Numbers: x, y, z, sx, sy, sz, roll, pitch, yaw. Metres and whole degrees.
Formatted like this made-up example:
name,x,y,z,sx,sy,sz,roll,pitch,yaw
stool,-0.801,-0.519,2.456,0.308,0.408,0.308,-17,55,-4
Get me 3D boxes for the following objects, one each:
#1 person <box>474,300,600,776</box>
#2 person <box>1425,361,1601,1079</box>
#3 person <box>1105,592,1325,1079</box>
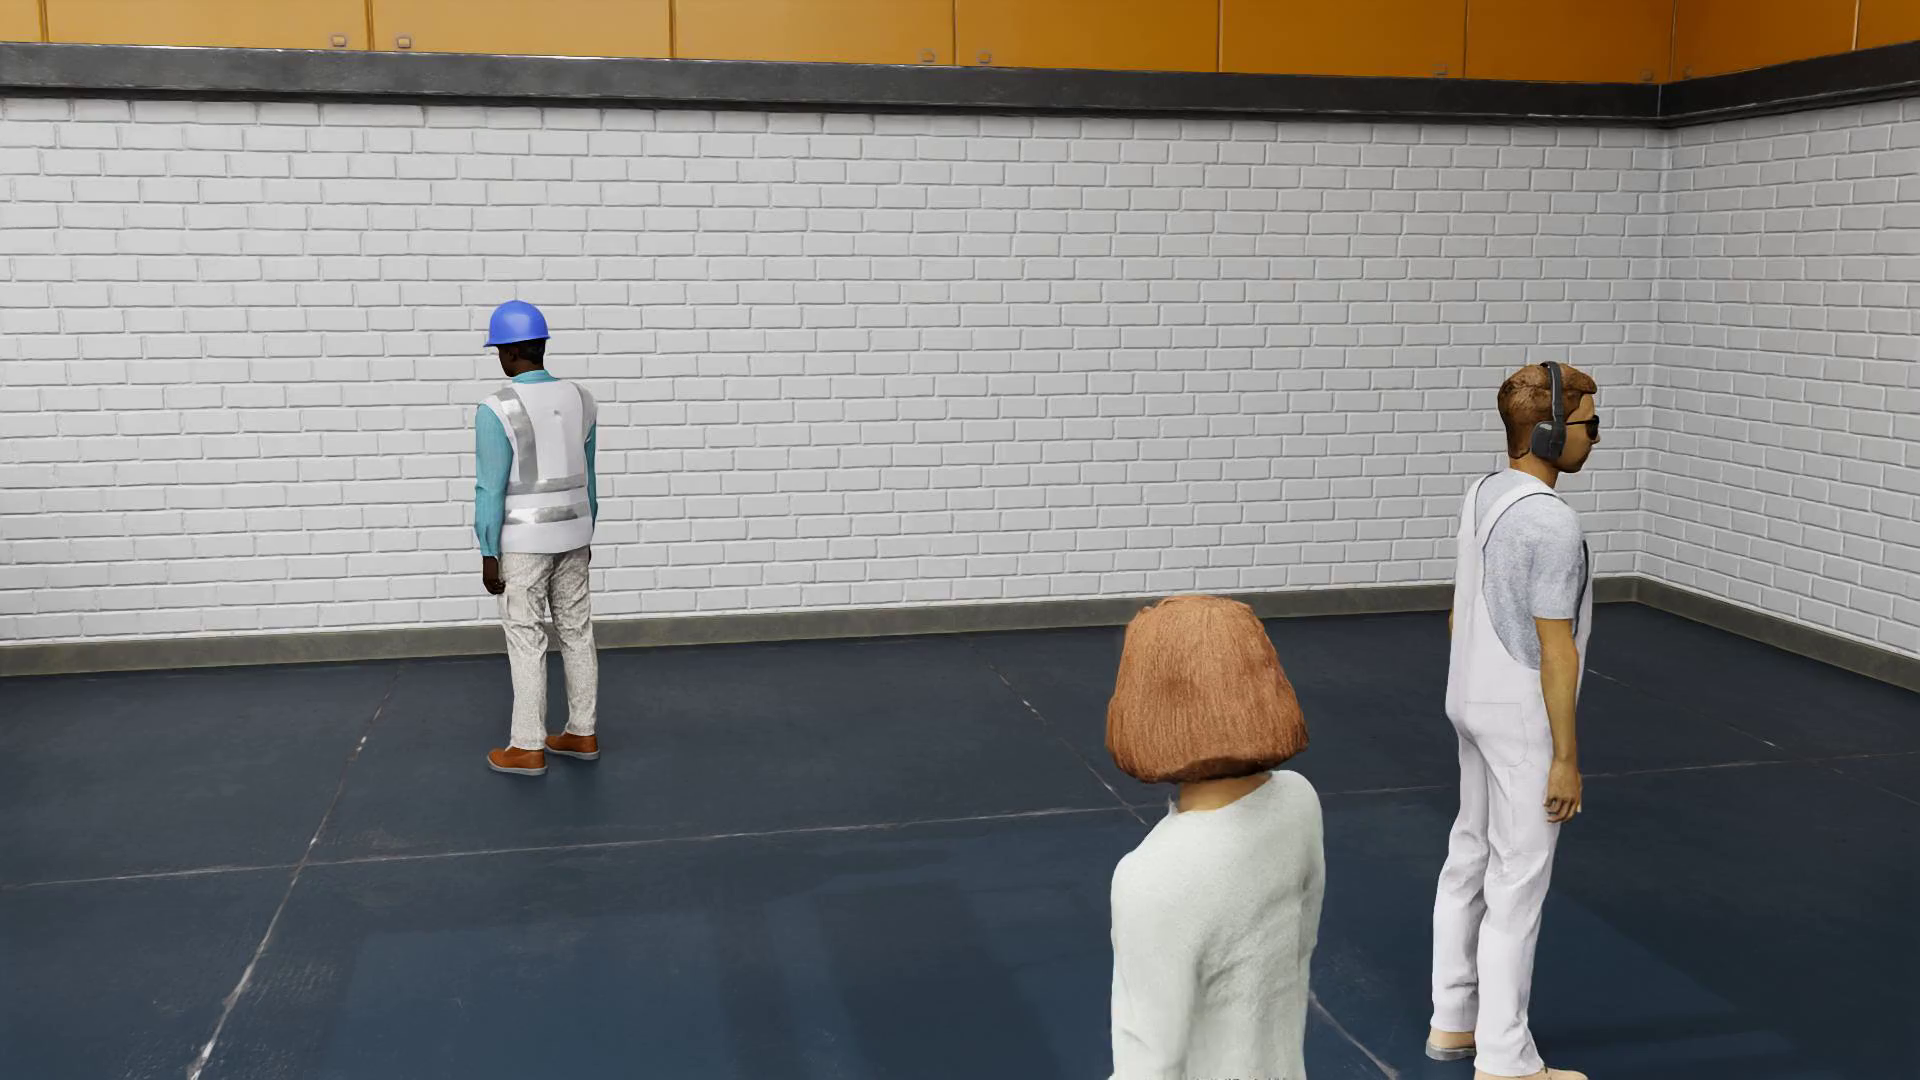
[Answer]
name,x,y,z,sx,sy,sz,roll,pitch,yaw
person,-1.739,-0.006,6.833,0.416,1.939,0.605,6,11,34
person,1.391,0.478,4.158,0.328,1.844,0.511,-1,9,-8
person,0.340,0.880,2.356,0.283,1.632,0.504,7,11,35
